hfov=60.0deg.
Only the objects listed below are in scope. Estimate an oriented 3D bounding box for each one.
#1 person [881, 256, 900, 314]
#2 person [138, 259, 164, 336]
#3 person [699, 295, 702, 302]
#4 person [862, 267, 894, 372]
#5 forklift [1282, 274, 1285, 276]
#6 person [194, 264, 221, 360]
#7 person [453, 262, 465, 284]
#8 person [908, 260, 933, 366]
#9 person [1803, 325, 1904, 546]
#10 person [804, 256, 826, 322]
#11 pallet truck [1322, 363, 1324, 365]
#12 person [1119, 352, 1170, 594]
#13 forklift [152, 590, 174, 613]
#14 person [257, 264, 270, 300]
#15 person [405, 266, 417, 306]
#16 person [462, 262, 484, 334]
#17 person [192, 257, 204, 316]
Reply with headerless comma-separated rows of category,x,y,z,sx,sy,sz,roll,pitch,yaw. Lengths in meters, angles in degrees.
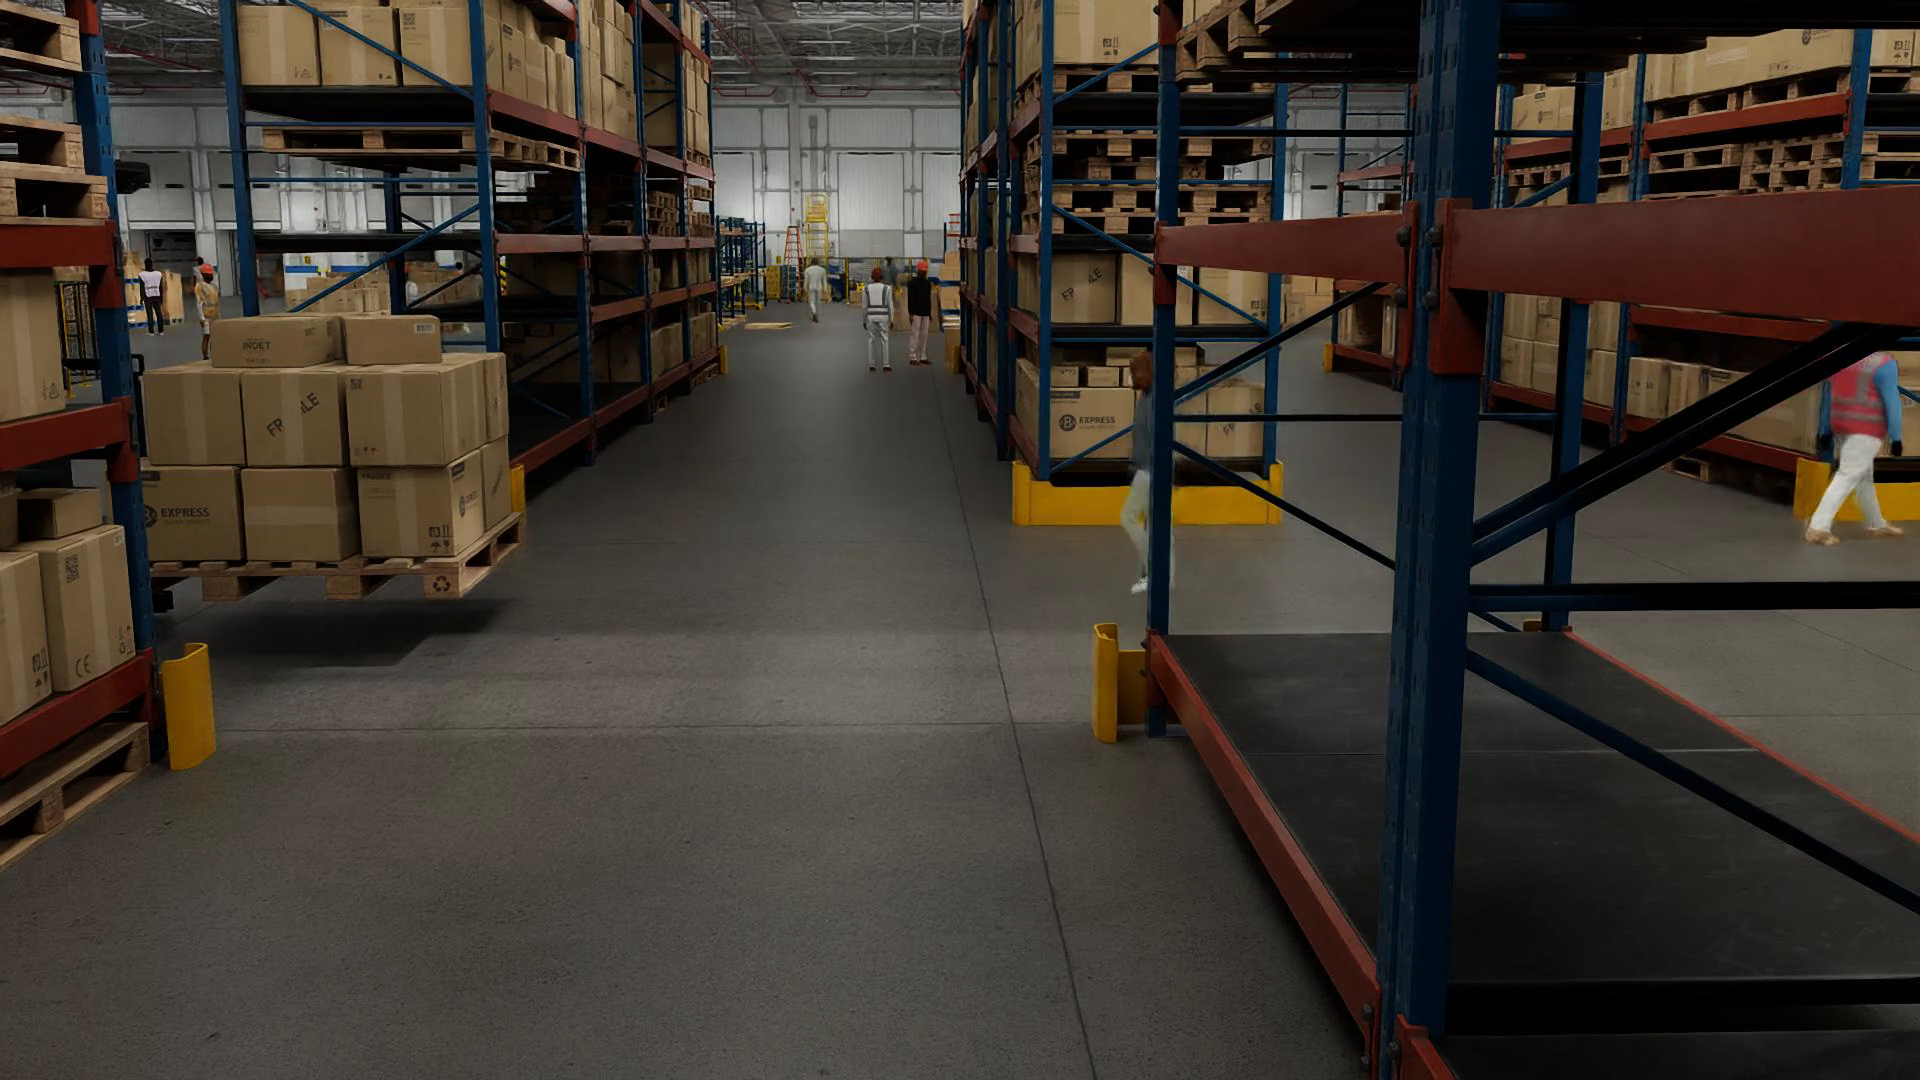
person,-2.255,-8.126,53.188,1.084,1.881,0.629,-6,12,-30
person,-20.243,-6.076,41.653,0.392,1.919,0.592,8,13,36
person,-6.924,-6.360,42.890,0.601,2.000,0.700,0,10,2
person,-1.472,-3.953,29.925,0.574,1.883,0.355,2,10,11
forklift,12.240,-10.302,62.509,1.129,2.768,1.873,0,10,-2
person,-13.913,-4.153,30.882,0.357,1.937,0.550,3,10,14
person,-17.091,-8.677,56.880,0.546,1.643,0.888,8,13,39
person,-0.733,-4.287,31.489,0.399,1.985,0.621,9,13,41
person,6.981,-0.847,12.884,0.973,1.794,0.649,-2,10,-10
person,-4.206,-7.285,48.390,0.650,1.926,0.651,-3,11,-15
pallet truck,7.712,-4.157,30.737,1.885,1.965,0.823,3,11,16
person,1.244,-0.442,11.116,0.429,1.617,0.505,1,10,3
forklift,-5.858,-0.811,9.639,1.873,2.768,1.129,-1,10,-3
person,-27.774,-10.411,65.739,0.807,1.951,0.619,-2,10,-13
person,-10.791,-4.438,32.530,0.561,1.915,0.538,6,12,28
person,-12.198,-6.132,42.209,0.893,1.841,0.534,-6,12,-29
person,-24.003,-8.026,52.662,0.530,1.864,0.313,-7,12,-34
